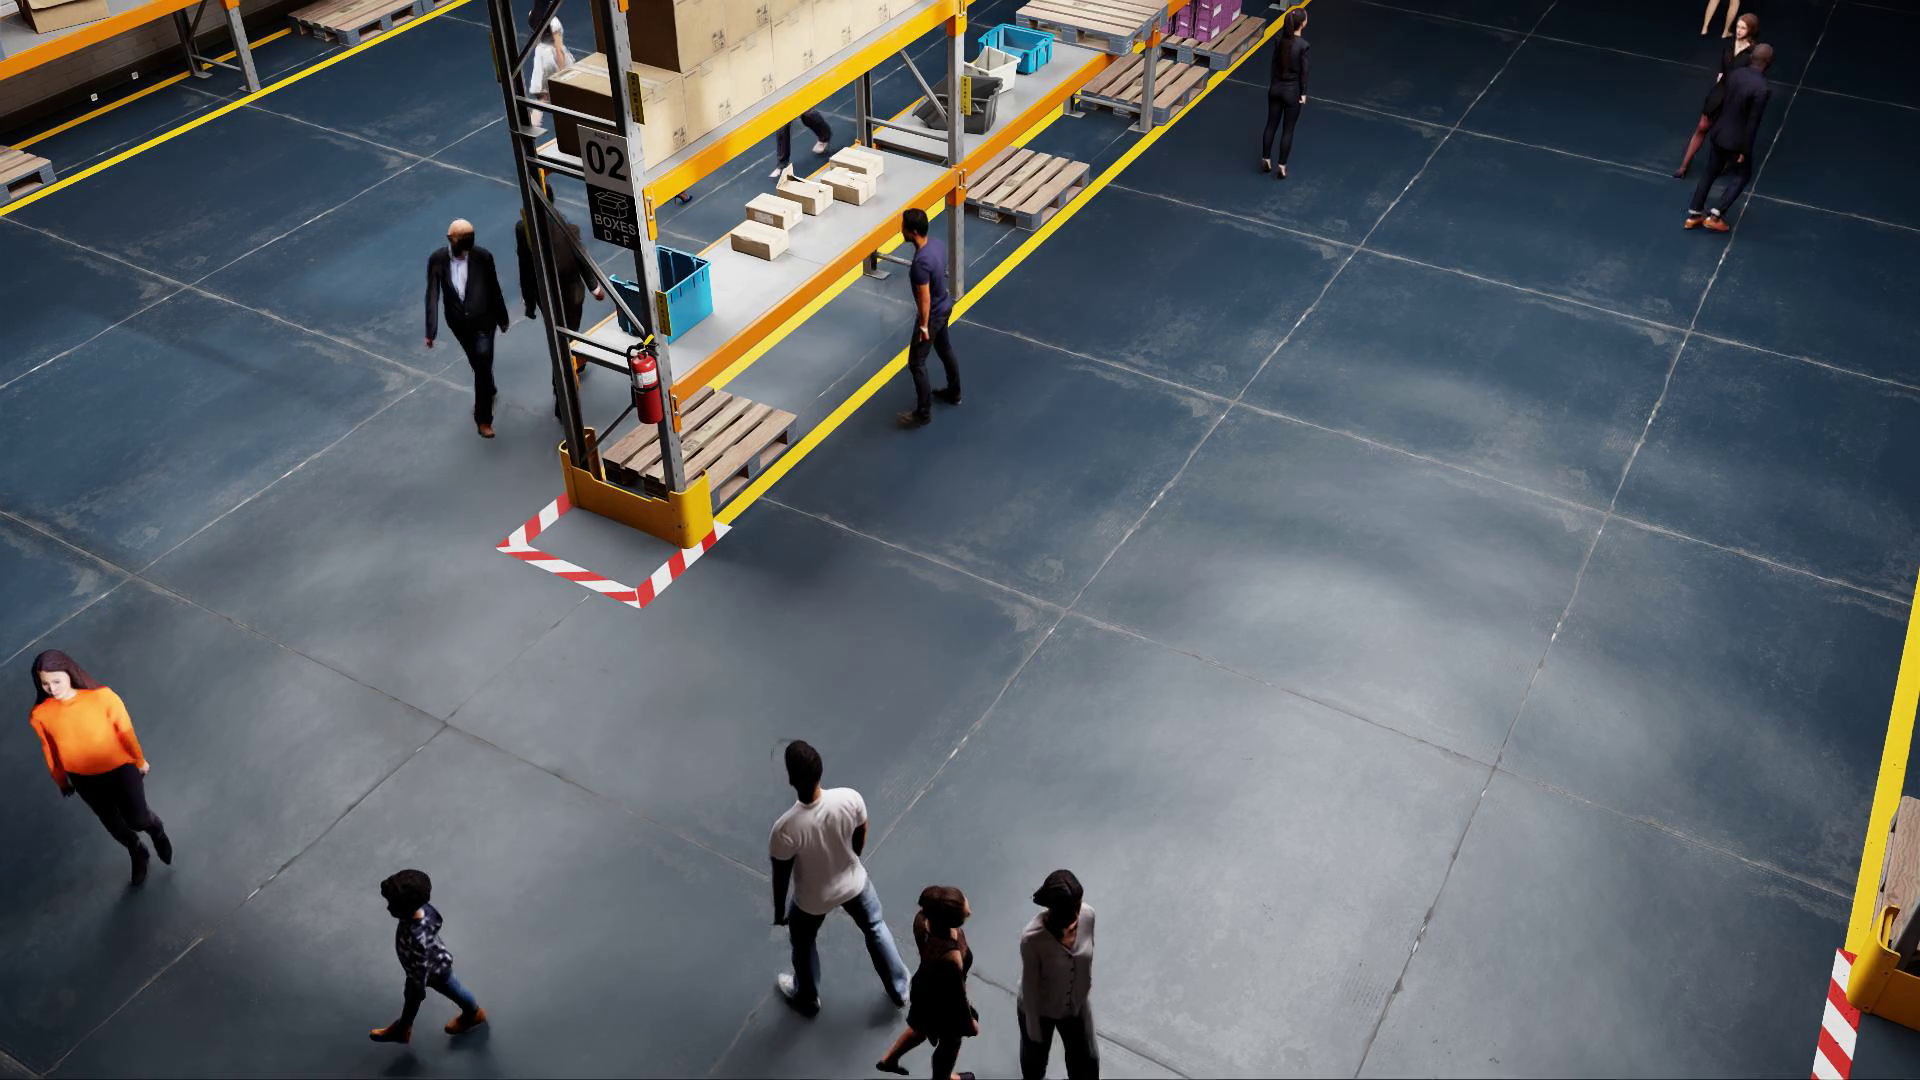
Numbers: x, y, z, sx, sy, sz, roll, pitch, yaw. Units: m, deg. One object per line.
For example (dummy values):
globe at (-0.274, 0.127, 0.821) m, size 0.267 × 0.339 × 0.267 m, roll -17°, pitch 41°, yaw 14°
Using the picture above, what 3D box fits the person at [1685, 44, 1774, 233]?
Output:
person at (7.054, -3.680, 15.361) m, size 0.911 × 1.798 × 0.857 m, roll -11°, pitch 40°, yaw -13°

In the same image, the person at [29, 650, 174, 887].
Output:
person at (-4.766, 1.216, 9.278) m, size 0.747 × 1.738 × 0.801 m, roll -7°, pitch 39°, yaw -9°

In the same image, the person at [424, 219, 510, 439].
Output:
person at (-3.795, -1.742, 12.974) m, size 1.089 × 1.750 × 1.262 m, roll 1°, pitch 39°, yaw 1°

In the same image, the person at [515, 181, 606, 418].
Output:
person at (-3.166, -1.846, 13.014) m, size 0.949 × 1.861 × 1.309 m, roll 8°, pitch 39°, yaw 10°

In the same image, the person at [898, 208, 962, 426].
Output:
person at (-0.221, -1.752, 12.974) m, size 0.881 × 1.765 × 0.687 m, roll 11°, pitch 40°, yaw 13°

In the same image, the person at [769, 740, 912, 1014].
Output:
person at (-0.695, 1.764, 8.504) m, size 0.961 × 1.849 × 1.078 m, roll -18°, pitch 42°, yaw -21°

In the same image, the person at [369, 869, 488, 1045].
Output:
person at (-2.682, 2.140, 8.533) m, size 0.882 × 1.225 × 0.742 m, roll -20°, pitch 43°, yaw -23°

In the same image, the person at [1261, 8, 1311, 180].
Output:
person at (3.196, -4.377, 16.304) m, size 0.620 × 1.710 × 0.571 m, roll 32°, pitch 48°, yaw 33°

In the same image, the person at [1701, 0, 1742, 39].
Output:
person at (8.934, -6.585, 19.184) m, size 0.630 × 1.567 × 0.640 m, roll 31°, pitch 48°, yaw 33°

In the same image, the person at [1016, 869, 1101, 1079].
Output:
person at (0.402, 2.174, 8.067) m, size 0.896 × 1.754 × 0.913 m, roll -17°, pitch 42°, yaw -20°

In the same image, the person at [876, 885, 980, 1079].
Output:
person at (-0.171, 2.237, 8.059) m, size 0.860 × 1.665 × 0.791 m, roll -14°, pitch 41°, yaw -17°

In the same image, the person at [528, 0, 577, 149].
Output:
person at (-4.132, -4.630, 16.603) m, size 0.593 × 1.734 × 1.182 m, roll 18°, pitch 42°, yaw 21°

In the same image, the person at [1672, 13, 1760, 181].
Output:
person at (7.596, -4.320, 16.270) m, size 1.103 × 1.664 × 0.870 m, roll -25°, pitch 45°, yaw -28°
